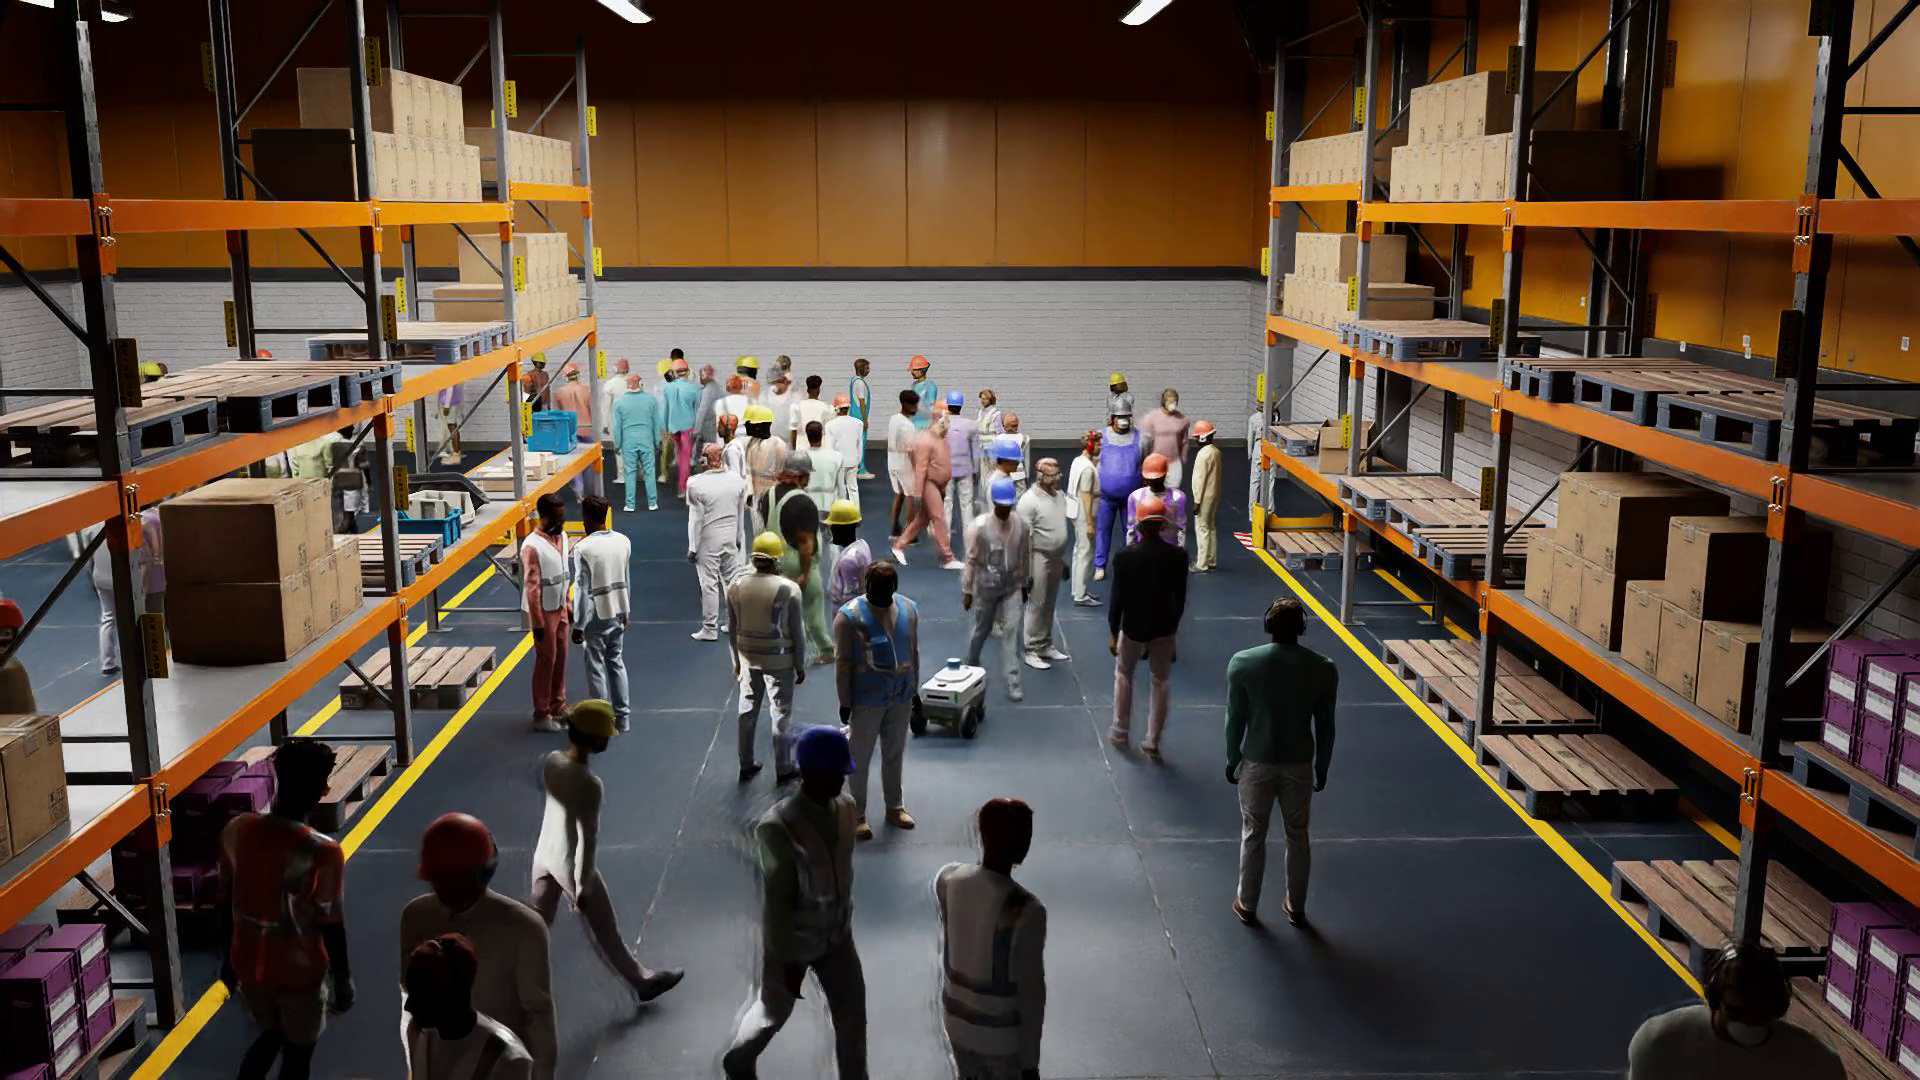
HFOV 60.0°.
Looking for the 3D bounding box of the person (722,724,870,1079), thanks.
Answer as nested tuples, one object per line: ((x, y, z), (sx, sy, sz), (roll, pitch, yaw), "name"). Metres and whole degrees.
((-0.710, 1.716, 7.391), (0.992, 1.906, 0.606), (10, 15, 42), "person")

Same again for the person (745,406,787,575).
((-2.176, -0.538, 18.614), (0.587, 1.928, 0.362), (9, 14, 38), "person")

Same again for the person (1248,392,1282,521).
((4.030, -1.101, 21.905), (0.492, 1.741, 0.319), (9, 15, 39), "person")

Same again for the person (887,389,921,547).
((-0.698, -0.899, 20.421), (0.389, 1.931, 0.656), (-5, 12, -23), "person")

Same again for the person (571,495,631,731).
((-2.784, 0.595, 12.997), (0.408, 1.907, 0.598), (6, 13, 27), "person")

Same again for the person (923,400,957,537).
((-0.245, -0.900, 20.910), (0.353, 1.738, 0.571), (6, 13, 28), "person")

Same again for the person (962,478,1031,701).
((0.283, 0.361, 14.202), (0.637, 1.901, 0.914), (-4, 12, -19), "person")

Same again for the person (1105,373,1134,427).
((2.322, -1.596, 24.417), (0.495, 1.727, 0.325), (10, 15, 42), "person")

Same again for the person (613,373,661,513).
((-4.394, -1.323, 22.624), (0.637, 1.902, 0.406), (-3, 12, -17), "person")

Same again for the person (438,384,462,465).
((-8.260, -2.222, 26.794), (0.392, 2.033, 0.605), (-2, 12, -12), "person")

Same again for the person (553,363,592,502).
((-5.441, -1.534, 23.577), (0.637, 1.934, 0.898), (-2, 12, -12), "person")

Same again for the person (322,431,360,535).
((-7.807, -0.872, 20.594), (0.685, 1.813, 0.384), (-1, 11, -4), "person")

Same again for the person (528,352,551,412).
((-6.977, -2.248, 27.623), (0.339, 1.761, 0.525), (6, 13, 28), "person")

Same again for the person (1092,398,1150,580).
((1.763, -0.554, 18.408), (0.688, 2.000, 0.538), (0, 11, 2), "person")

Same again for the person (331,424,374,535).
((-7.257, -0.626, 19.753), (0.529, 1.648, 0.803), (3, 12, 16), "person")

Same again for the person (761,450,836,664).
((-1.526, 0.156, 14.849), (0.686, 2.000, 0.980), (10, 15, 42), "person")

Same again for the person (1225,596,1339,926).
((1.830, 1.273, 9.543), (0.627, 1.933, 0.370), (0, 11, 2), "person")

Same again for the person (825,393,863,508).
((-1.507, -1.012, 21.430), (0.563, 1.751, 0.330), (-8, 14, -36), "person")

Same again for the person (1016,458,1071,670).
((0.797, 0.204, 14.983), (0.429, 1.897, 0.671), (8, 14, 36), "person")

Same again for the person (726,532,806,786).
((-1.381, 0.848, 11.944), (0.593, 1.823, 0.408), (4, 12, 20), "person")

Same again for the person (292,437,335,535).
((-7.601, -0.643, 19.551), (0.529, 1.765, 0.327), (2, 12, 12), "person")

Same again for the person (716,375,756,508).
((-3.077, -1.372, 23.044), (0.580, 1.837, 0.967), (-2, 11, -10), "person")

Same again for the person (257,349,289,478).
((-10.486, -1.896, 25.253), (0.396, 1.993, 0.618), (1, 11, 3), "person")

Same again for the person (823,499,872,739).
((-0.848, 0.639, 12.711), (0.370, 1.929, 0.586), (1, 11, 4), "person")

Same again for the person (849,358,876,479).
((-1.509, -1.852, 25.415), (0.346, 1.845, 0.505), (-4, 12, -18), "person")

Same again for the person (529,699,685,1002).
((-1.871, 1.621, 8.338), (0.508, 1.700, 0.936), (11, 16, 43), "person")

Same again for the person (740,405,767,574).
((-2.281, -0.567, 18.760), (0.365, 1.928, 0.586), (-5, 12, -25), "person")

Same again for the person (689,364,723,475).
((-3.653, -1.585, 23.985), (0.651, 1.874, 0.701), (-1, 11, -4), "person")

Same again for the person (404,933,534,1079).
((-1.553, 2.137, 5.347), (0.580, 1.874, 0.374), (9, 14, 39), "person")

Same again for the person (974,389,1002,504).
((0.399, -1.277, 23.082), (0.317, 1.633, 0.522), (-8, 14, -35), "person")

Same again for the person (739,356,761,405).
((-3.171, -1.819, 25.095), (0.590, 1.900, 0.563), (8, 14, 35), "person")
